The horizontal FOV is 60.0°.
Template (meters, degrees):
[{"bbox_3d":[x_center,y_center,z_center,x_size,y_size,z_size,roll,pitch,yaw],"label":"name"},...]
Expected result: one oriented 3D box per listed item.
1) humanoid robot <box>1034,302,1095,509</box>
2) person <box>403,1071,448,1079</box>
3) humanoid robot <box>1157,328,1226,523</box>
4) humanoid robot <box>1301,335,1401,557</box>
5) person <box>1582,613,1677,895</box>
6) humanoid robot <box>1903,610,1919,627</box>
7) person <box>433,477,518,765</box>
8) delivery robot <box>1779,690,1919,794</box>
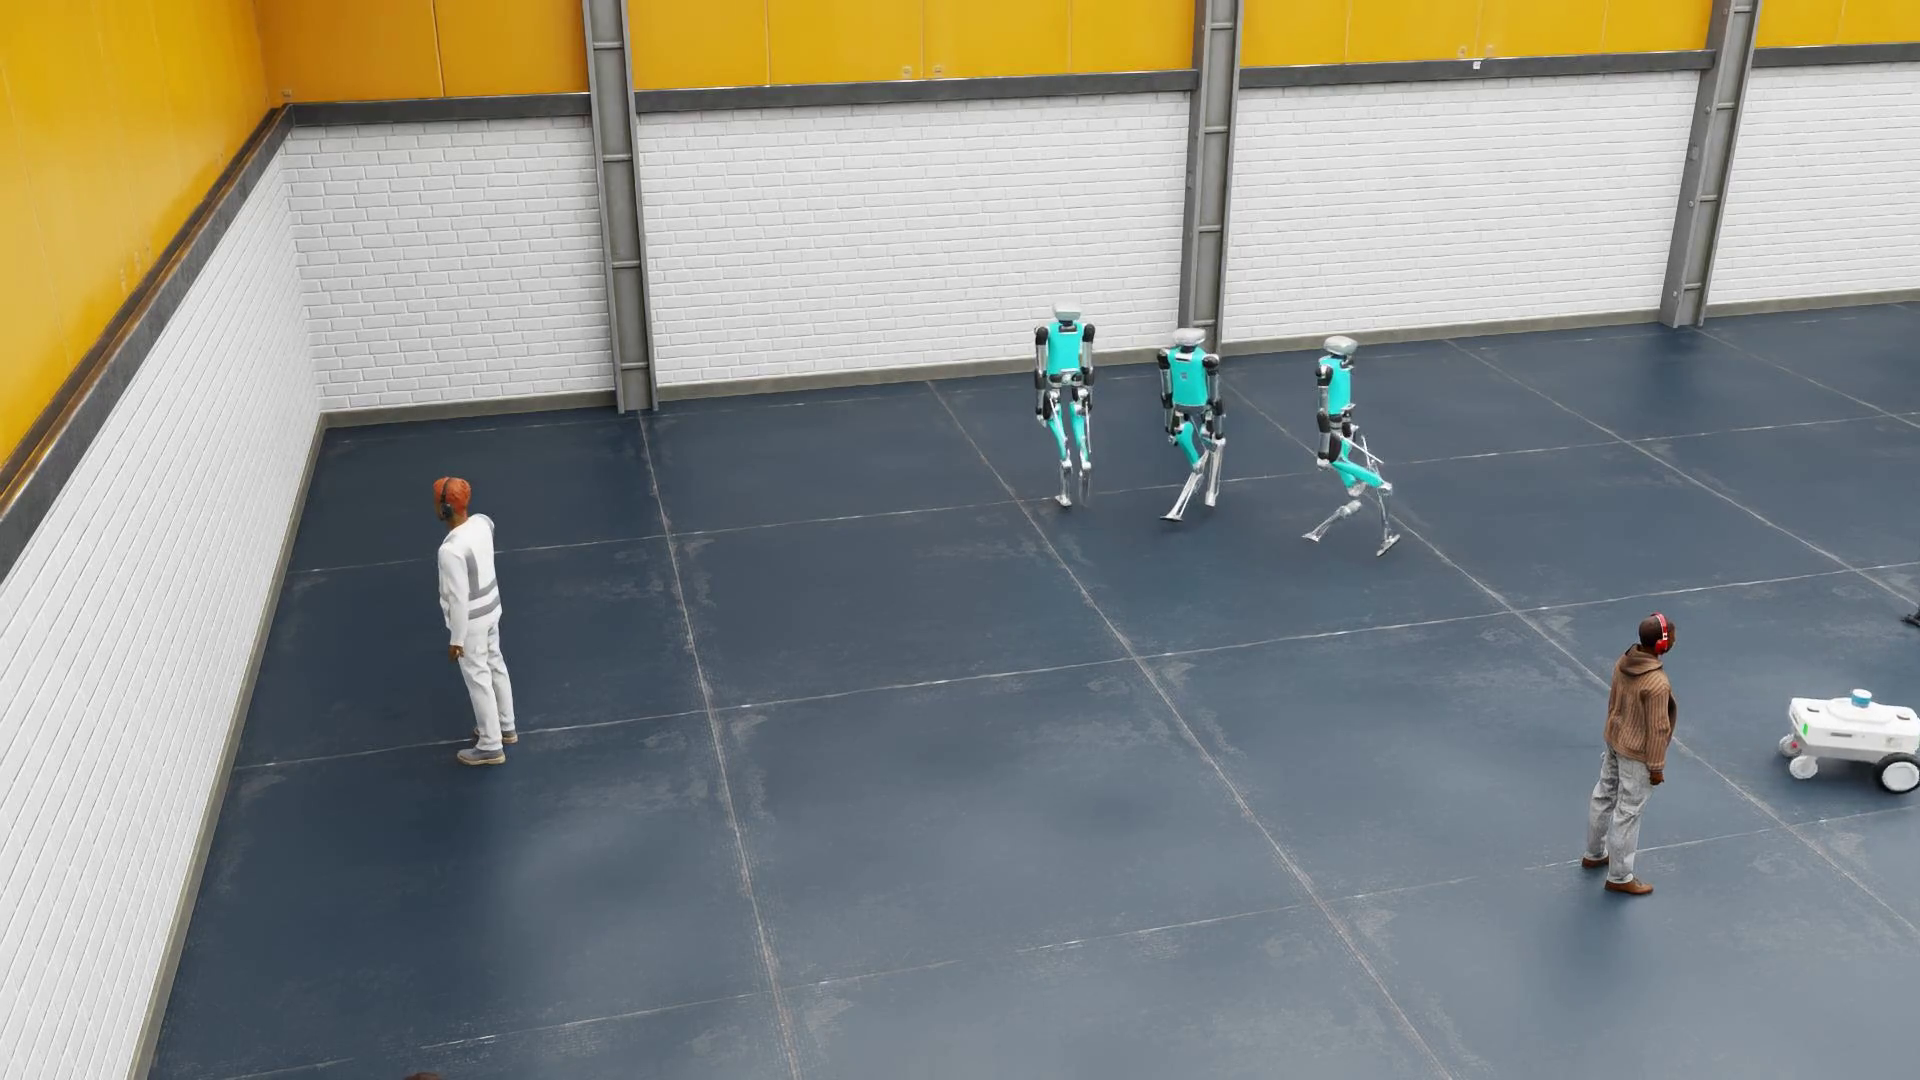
[{"bbox_3d":[0.939,-1.011,13.960,0.538,1.898,0.728,-7,25,-16],"label":"humanoid robot"},{"bbox_3d":[-1.734,2.535,5.736,0.467,1.775,0.378,21,32,40],"label":"person"},{"bbox_3d":[1.983,-0.967,13.734,0.562,1.723,1.035,15,28,30],"label":"humanoid robot"},{"bbox_3d":[3.232,-0.690,13.169,1.027,1.777,0.549,16,28,32],"label":"humanoid robot"},{"bbox_3d":[3.645,1.149,9.031,0.338,1.651,0.454,-4,24,-10],"label":"person"},{"bbox_3d":[7.083,-0.028,11.714,0.613,1.644,0.611,-14,28,-29],"label":"humanoid robot"},{"bbox_3d":[-2.999,0.494,10.234,0.338,1.882,0.582,3,24,7],"label":"person"},{"bbox_3d":[5.521,1.209,10.259,0.789,0.593,0.499,4,24,10],"label":"delivery robot"}]
